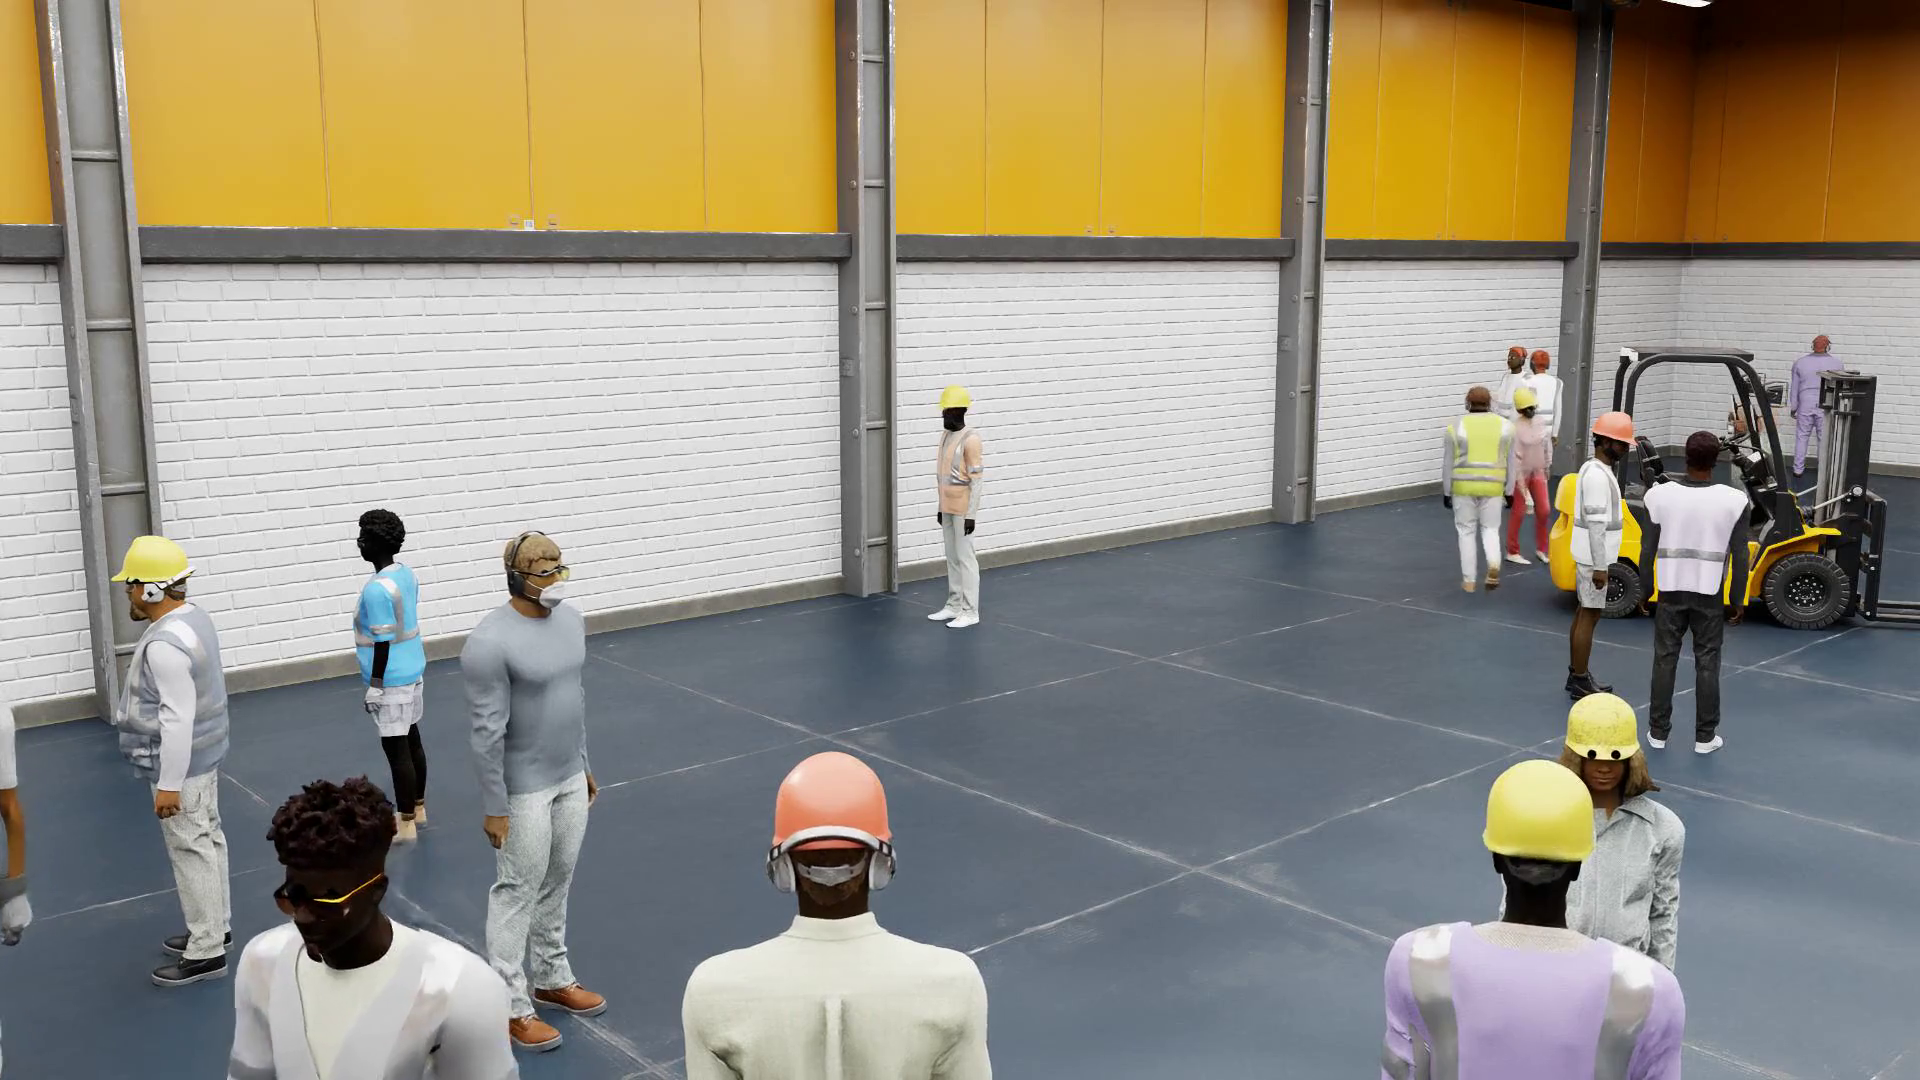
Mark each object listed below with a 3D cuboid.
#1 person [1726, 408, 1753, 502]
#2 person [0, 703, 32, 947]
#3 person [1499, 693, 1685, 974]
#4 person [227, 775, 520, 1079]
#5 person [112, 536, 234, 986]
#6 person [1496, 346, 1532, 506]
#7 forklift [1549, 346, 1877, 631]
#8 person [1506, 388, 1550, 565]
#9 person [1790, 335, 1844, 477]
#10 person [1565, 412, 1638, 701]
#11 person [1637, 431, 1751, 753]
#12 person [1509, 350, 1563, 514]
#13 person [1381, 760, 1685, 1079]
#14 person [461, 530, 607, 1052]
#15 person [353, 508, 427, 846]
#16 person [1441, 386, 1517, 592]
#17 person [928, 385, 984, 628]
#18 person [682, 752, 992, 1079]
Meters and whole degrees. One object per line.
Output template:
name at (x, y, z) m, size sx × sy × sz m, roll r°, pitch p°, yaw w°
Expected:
person at (7.081, -0.411, 15.091) m, size 0.939 × 1.568 × 0.517 m, roll 0°, pitch 10°, yaw 2°
person at (-3.266, 1.116, 5.336) m, size 0.566 × 1.856 × 0.385 m, roll -1°, pitch 10°, yaw -5°
person at (1.775, 1.280, 4.713) m, size 0.492 × 1.743 × 0.296 m, roll 1°, pitch 10°, yaw 8°
person at (-1.222, 1.415, 3.336) m, size 0.607 × 1.941 × 0.785 m, roll 4°, pitch 11°, yaw 24°
person at (-3.188, 0.885, 6.763) m, size 0.403 × 1.831 × 0.596 m, roll -3°, pitch 10°, yaw -15°
person at (6.531, -1.346, 19.675) m, size 0.355 × 1.885 × 0.576 m, roll -4°, pitch 10°, yaw -21°
forklift at (6.109, -0.478, 13.691) m, size 2.313 × 2.155 × 1.214 m, roll 3°, pitch 10°, yaw 16°
person at (5.389, -0.584, 15.730) m, size 0.603 × 1.713 × 0.566 m, roll -4°, pitch 10°, yaw -21°
person at (11.365, -1.765, 22.070) m, size 0.641 × 1.908 × 0.407 m, roll 7°, pitch 12°, yaw 34°
person at (4.243, 0.111, 11.024) m, size 0.373 × 1.928 × 0.543 m, roll 3°, pitch 10°, yaw 16°
person at (4.347, 0.315, 9.889) m, size 0.602 × 1.923 × 0.399 m, roll 5°, pitch 11°, yaw 28°
person at (6.578, -1.239, 19.048) m, size 0.596 × 1.879 × 0.398 m, roll -3°, pitch 10°, yaw -16°
person at (1.172, 1.399, 3.477) m, size 0.586 × 1.928 × 0.368 m, roll 3°, pitch 10°, yaw 19°
person at (-1.587, 0.918, 6.259) m, size 0.355 × 1.938 × 0.637 m, roll 4°, pitch 10°, yaw 21°
person at (-2.854, 0.685, 8.337) m, size 0.319 × 1.696 × 0.532 m, roll -1°, pitch 10°, yaw -4°
person at (4.507, -0.427, 14.484) m, size 0.637 × 1.823 × 0.535 m, roll 1°, pitch 10°, yaw 6°
person at (-0.033, -0.267, 13.235) m, size 0.369 × 1.926 × 0.594 m, roll -5°, pitch 11°, yaw -26°
person at (-0.232, 1.397, 3.317) m, size 0.608 × 1.987 × 0.388 m, roll -1°, pitch 10°, yaw -4°
